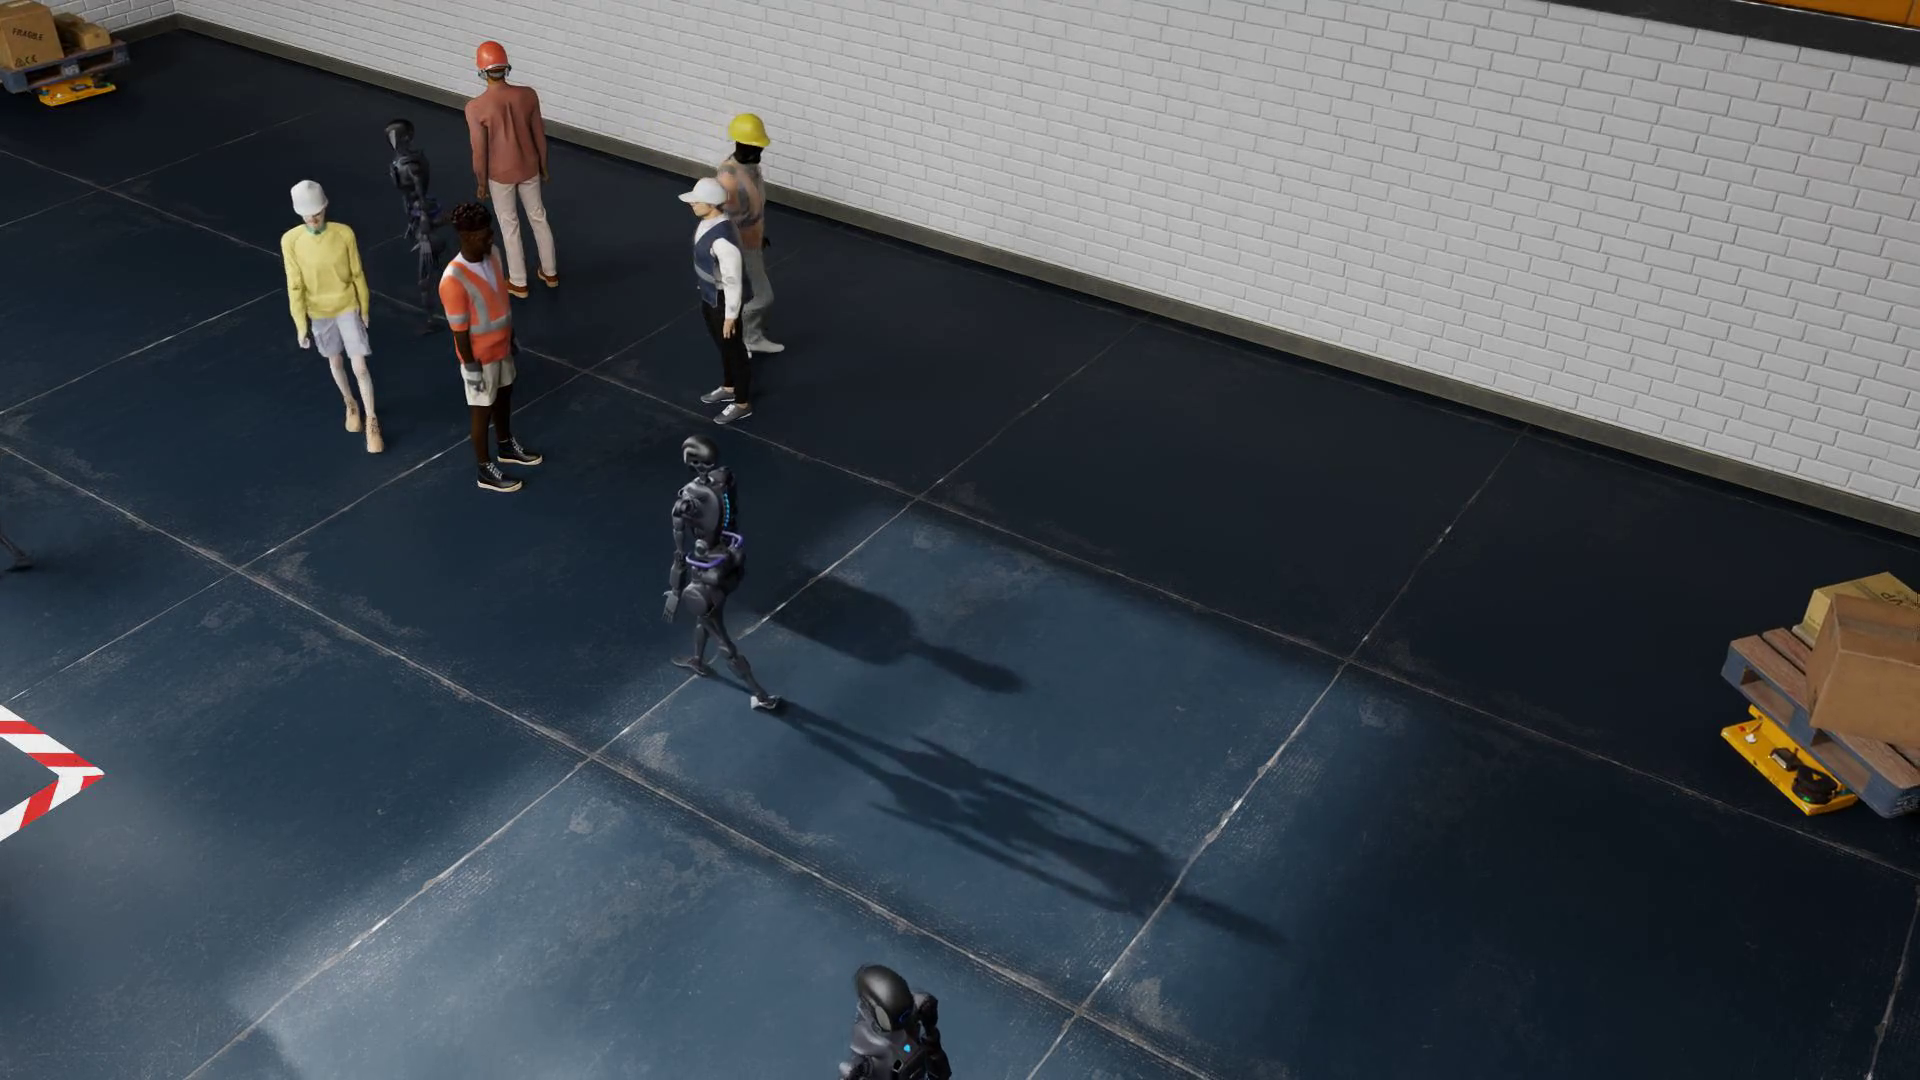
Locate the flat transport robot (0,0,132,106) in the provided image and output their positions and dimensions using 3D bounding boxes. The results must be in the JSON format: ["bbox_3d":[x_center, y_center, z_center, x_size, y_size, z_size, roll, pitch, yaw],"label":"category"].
[{"bbox_3d":[-9.332,-4.779,17.093,1.431,0.231,0.659,28,44,34],"label":"flat transport robot"}]

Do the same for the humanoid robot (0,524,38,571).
[{"bbox_3d":[-5.884,-0.439,9.684,0.519,1.634,0.600,-3,35,-4],"label":"humanoid robot"}]

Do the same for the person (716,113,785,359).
[{"bbox_3d":[-1.501,-2.135,11.888,0.441,1.905,0.658,7,36,9],"label":"person"}]

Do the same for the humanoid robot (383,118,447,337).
[{"bbox_3d":[-3.944,-2.347,12.413,0.656,1.636,0.602,-19,39,-24],"label":"humanoid robot"}]

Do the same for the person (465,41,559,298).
[{"bbox_3d":[-3.466,-2.854,12.838,0.621,1.991,0.395,-26,43,-32],"label":"person"}]

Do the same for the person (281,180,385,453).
[{"bbox_3d":[-4.136,-1.460,10.965,0.491,1.862,0.808,-10,36,-14],"label":"person"}]

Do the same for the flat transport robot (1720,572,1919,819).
[{"bbox_3d":[4.846,1.029,8.794,1.431,0.231,0.659,-11,37,-16],"label":"flat transport robot"}]

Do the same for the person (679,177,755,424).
[{"bbox_3d":[-1.620,-1.636,11.301,0.435,1.758,0.762,-12,37,-16],"label":"person"}]

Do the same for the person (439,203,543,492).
[{"bbox_3d":[-2.996,-1.228,10.554,0.379,1.957,0.597,7,36,11],"label":"person"}]

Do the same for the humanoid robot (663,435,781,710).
[{"bbox_3d":[-1.312,0.178,8.837,0.785,1.646,0.583,16,38,22],"label":"humanoid robot"}]

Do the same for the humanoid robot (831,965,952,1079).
[{"bbox_3d":[-0.241,2.110,6.024,0.350,1.649,0.601,25,42,31],"label":"humanoid robot"}]
